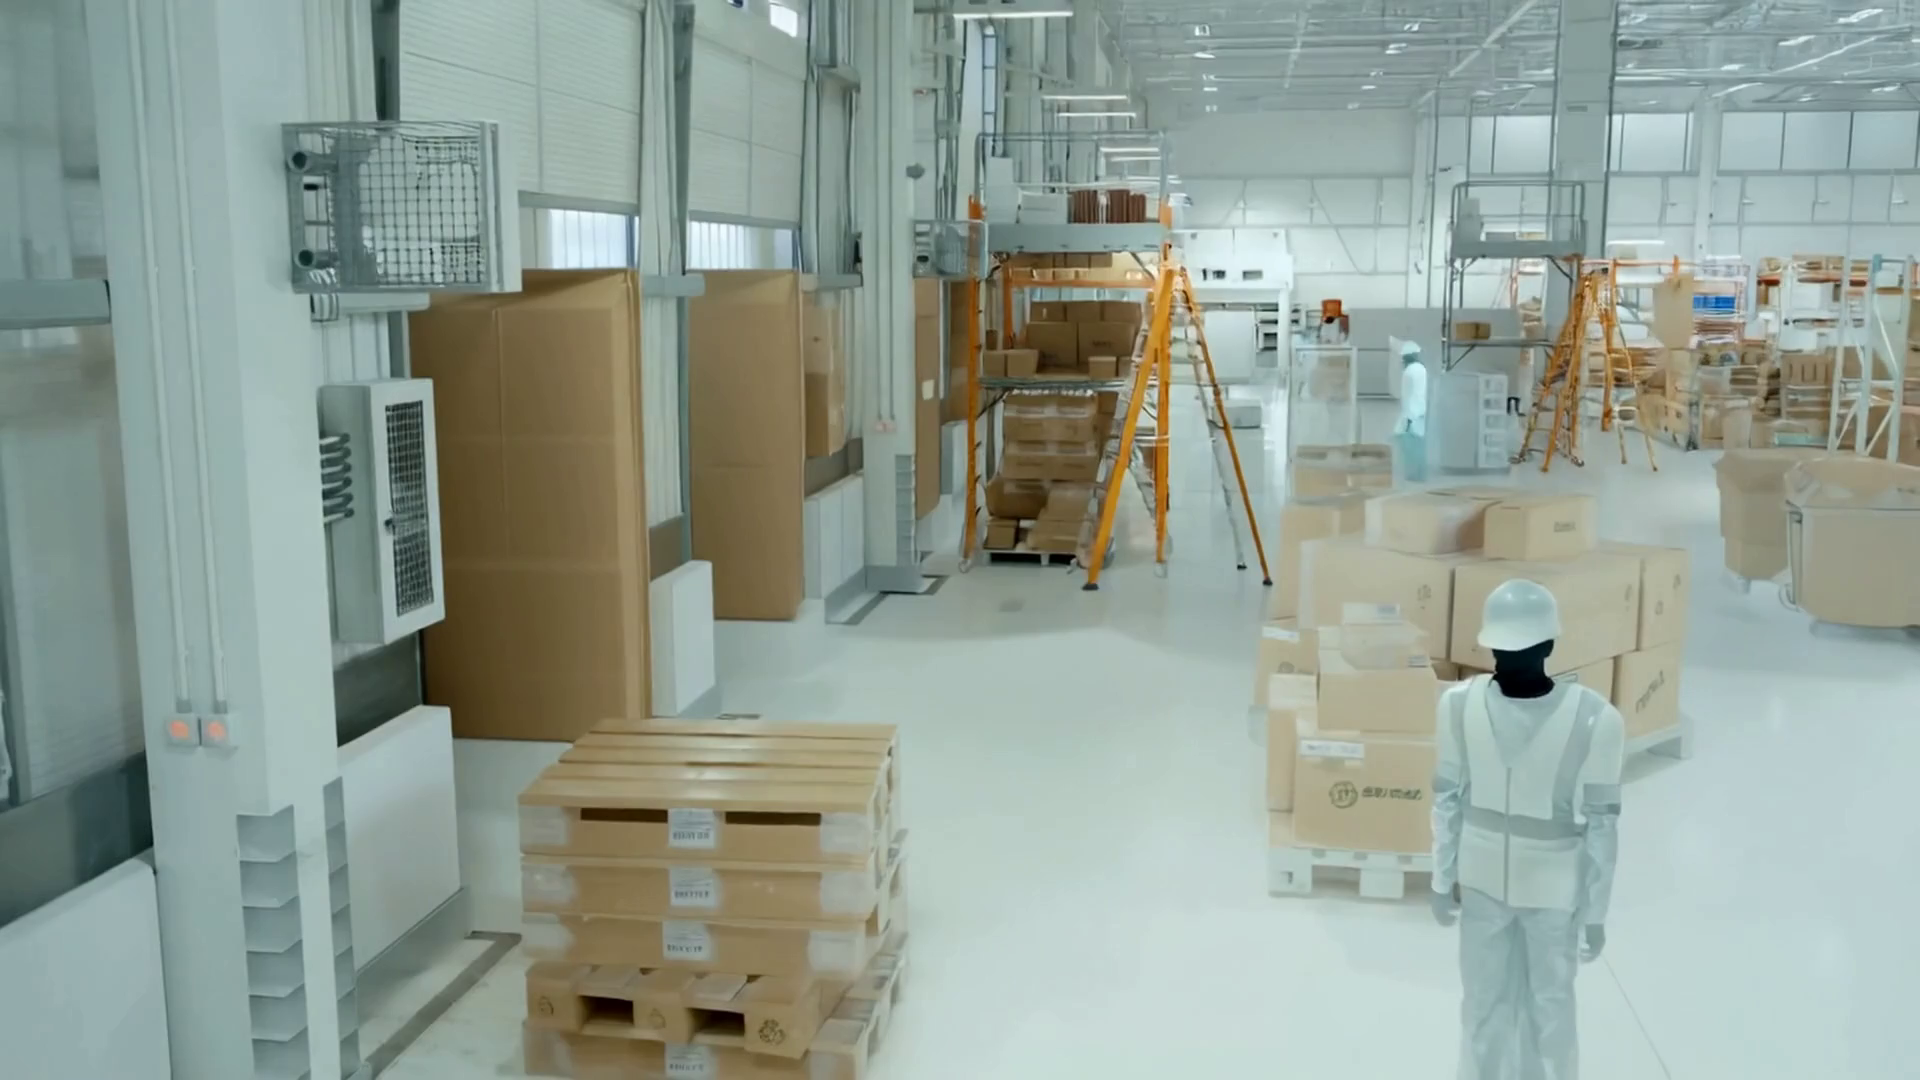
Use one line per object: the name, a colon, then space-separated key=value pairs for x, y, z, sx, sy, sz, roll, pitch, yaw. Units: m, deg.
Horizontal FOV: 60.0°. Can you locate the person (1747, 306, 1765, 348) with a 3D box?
person: x=20.141 y=-4.943 z=42.155 sx=0.630 sy=1.936 sz=0.369 roll=-7 pitch=12 yaw=-39

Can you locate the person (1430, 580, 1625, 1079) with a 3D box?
person: x=1.727 y=1.064 z=5.170 sx=0.587 sy=1.918 sz=0.398 roll=7 pitch=12 yaw=37

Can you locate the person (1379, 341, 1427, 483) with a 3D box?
person: x=6.052 y=-1.741 z=22.527 sx=0.540 sy=1.891 sz=0.820 roll=-8 pitch=12 yaw=-40

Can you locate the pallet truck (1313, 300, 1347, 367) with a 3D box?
pallet truck: x=11.159 y=-6.200 z=49.718 sx=0.823 sy=1.965 sz=1.885 roll=4 pitch=10 yaw=26

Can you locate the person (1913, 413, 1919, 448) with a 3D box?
person: x=15.610 y=-2.335 z=26.707 sx=0.345 sy=1.736 sz=0.485 roll=9 pitch=13 yaw=43

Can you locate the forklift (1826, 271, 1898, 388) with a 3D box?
forklift: x=21.069 y=-4.771 z=38.191 sx=1.873 sy=2.768 sz=1.129 roll=1 pitch=9 yaw=9

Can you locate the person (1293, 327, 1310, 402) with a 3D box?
person: x=7.068 y=-3.627 z=34.864 sx=0.577 sy=1.662 sz=0.584 roll=0 pitch=9 yaw=-2

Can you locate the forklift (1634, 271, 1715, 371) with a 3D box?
forklift: x=20.351 y=-6.222 z=47.138 sx=1.873 sy=2.768 sz=1.129 roll=-3 pitch=10 yaw=-17
